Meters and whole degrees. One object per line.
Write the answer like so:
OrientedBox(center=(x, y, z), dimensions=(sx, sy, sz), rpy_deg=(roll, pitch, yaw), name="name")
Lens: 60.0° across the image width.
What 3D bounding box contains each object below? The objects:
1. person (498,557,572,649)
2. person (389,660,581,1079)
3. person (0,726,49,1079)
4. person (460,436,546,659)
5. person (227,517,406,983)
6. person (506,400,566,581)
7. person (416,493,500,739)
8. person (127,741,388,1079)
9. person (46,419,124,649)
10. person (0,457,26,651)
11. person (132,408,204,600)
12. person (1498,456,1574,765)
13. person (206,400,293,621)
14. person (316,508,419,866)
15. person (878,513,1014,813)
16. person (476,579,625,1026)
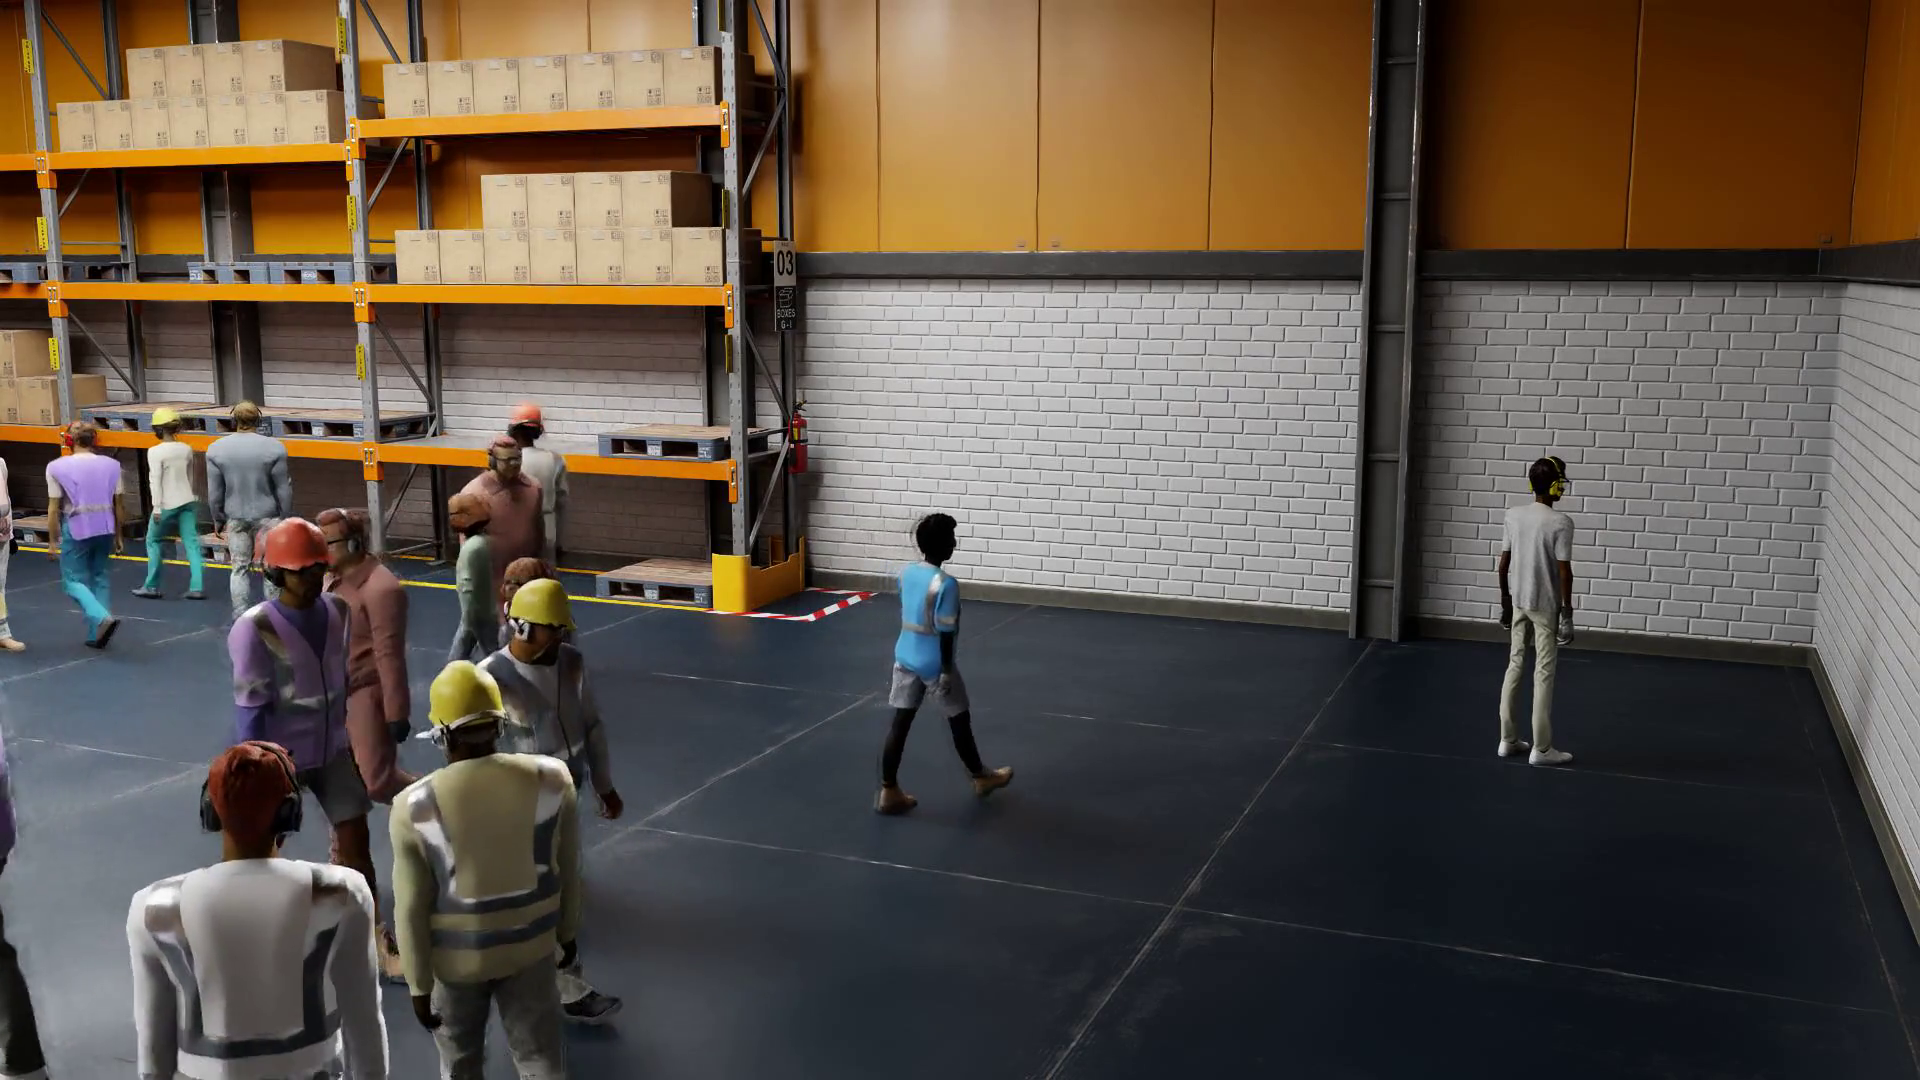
OrientedBox(center=(-2.066, 0.883, 8.052), dimensions=(0.378, 1.615, 0.512), rpy_deg=(5, 11, 29), name="person")
OrientedBox(center=(-1.446, 1.270, 5.173), dimensions=(0.586, 1.804, 0.815), rpy_deg=(-5, 10, -26), name="person")
OrientedBox(center=(-3.626, 1.100, 5.896), dimensions=(0.635, 1.900, 0.607), rpy_deg=(-5, 10, -25), name="person")
OrientedBox(center=(-3.087, 0.224, 11.300), dimensions=(0.540, 1.875, 0.644), rpy_deg=(8, 12, 39), name="person")
OrientedBox(center=(-2.823, 0.871, 7.058), dimensions=(1.080, 1.991, 0.609), rpy_deg=(5, 11, 28), name="person")
OrientedBox(center=(-3.161, -0.003, 12.159), dimensions=(0.379, 2.043, 0.612), rpy_deg=(8, 12, 41), name="person")
OrientedBox(center=(-3.010, 0.486, 10.592), dimensions=(0.867, 1.594, 0.513), rpy_deg=(-3, 10, -15), name="person")
OrientedBox(center=(-1.689, 1.426, 4.051), dimensions=(0.571, 1.867, 0.658), rpy_deg=(-3, 10, -18), name="person")
OrientedBox(center=(-6.769, -0.025, 12.941), dimensions=(0.538, 1.825, 0.588), rpy_deg=(6, 11, 34), name="person")
OrientedBox(center=(-7.537, -0.009, 12.802), dimensions=(0.429, 1.844, 0.627), rpy_deg=(3, 10, 17), name="person")
OrientedBox(center=(-7.171, -0.321, 14.988), dimensions=(0.795, 1.730, 0.544), rpy_deg=(3, 10, 19), name="person")
OrientedBox(center=(3.506, 0.422, 10.100), dimensions=(0.319, 1.870, 0.521), rpy_deg=(-6, 11, -32), name="person")
OrientedBox(center=(-5.717, -0.165, 13.451), dimensions=(0.638, 1.937, 0.357), rpy_deg=(-2, 9, -9), name="person")
OrientedBox(center=(-2.842, 0.755, 8.076), dimensions=(0.644, 1.879, 0.748), rpy_deg=(9, 13, 42), name="person")
OrientedBox(center=(-0.108, 0.668, 9.236), dimensions=(0.857, 1.645, 0.548), rpy_deg=(-7, 12, -36), name="person")
OrientedBox(center=(-1.699, 1.028, 6.768), dimensions=(0.932, 1.768, 0.571), rpy_deg=(6, 11, 31), name="person")
